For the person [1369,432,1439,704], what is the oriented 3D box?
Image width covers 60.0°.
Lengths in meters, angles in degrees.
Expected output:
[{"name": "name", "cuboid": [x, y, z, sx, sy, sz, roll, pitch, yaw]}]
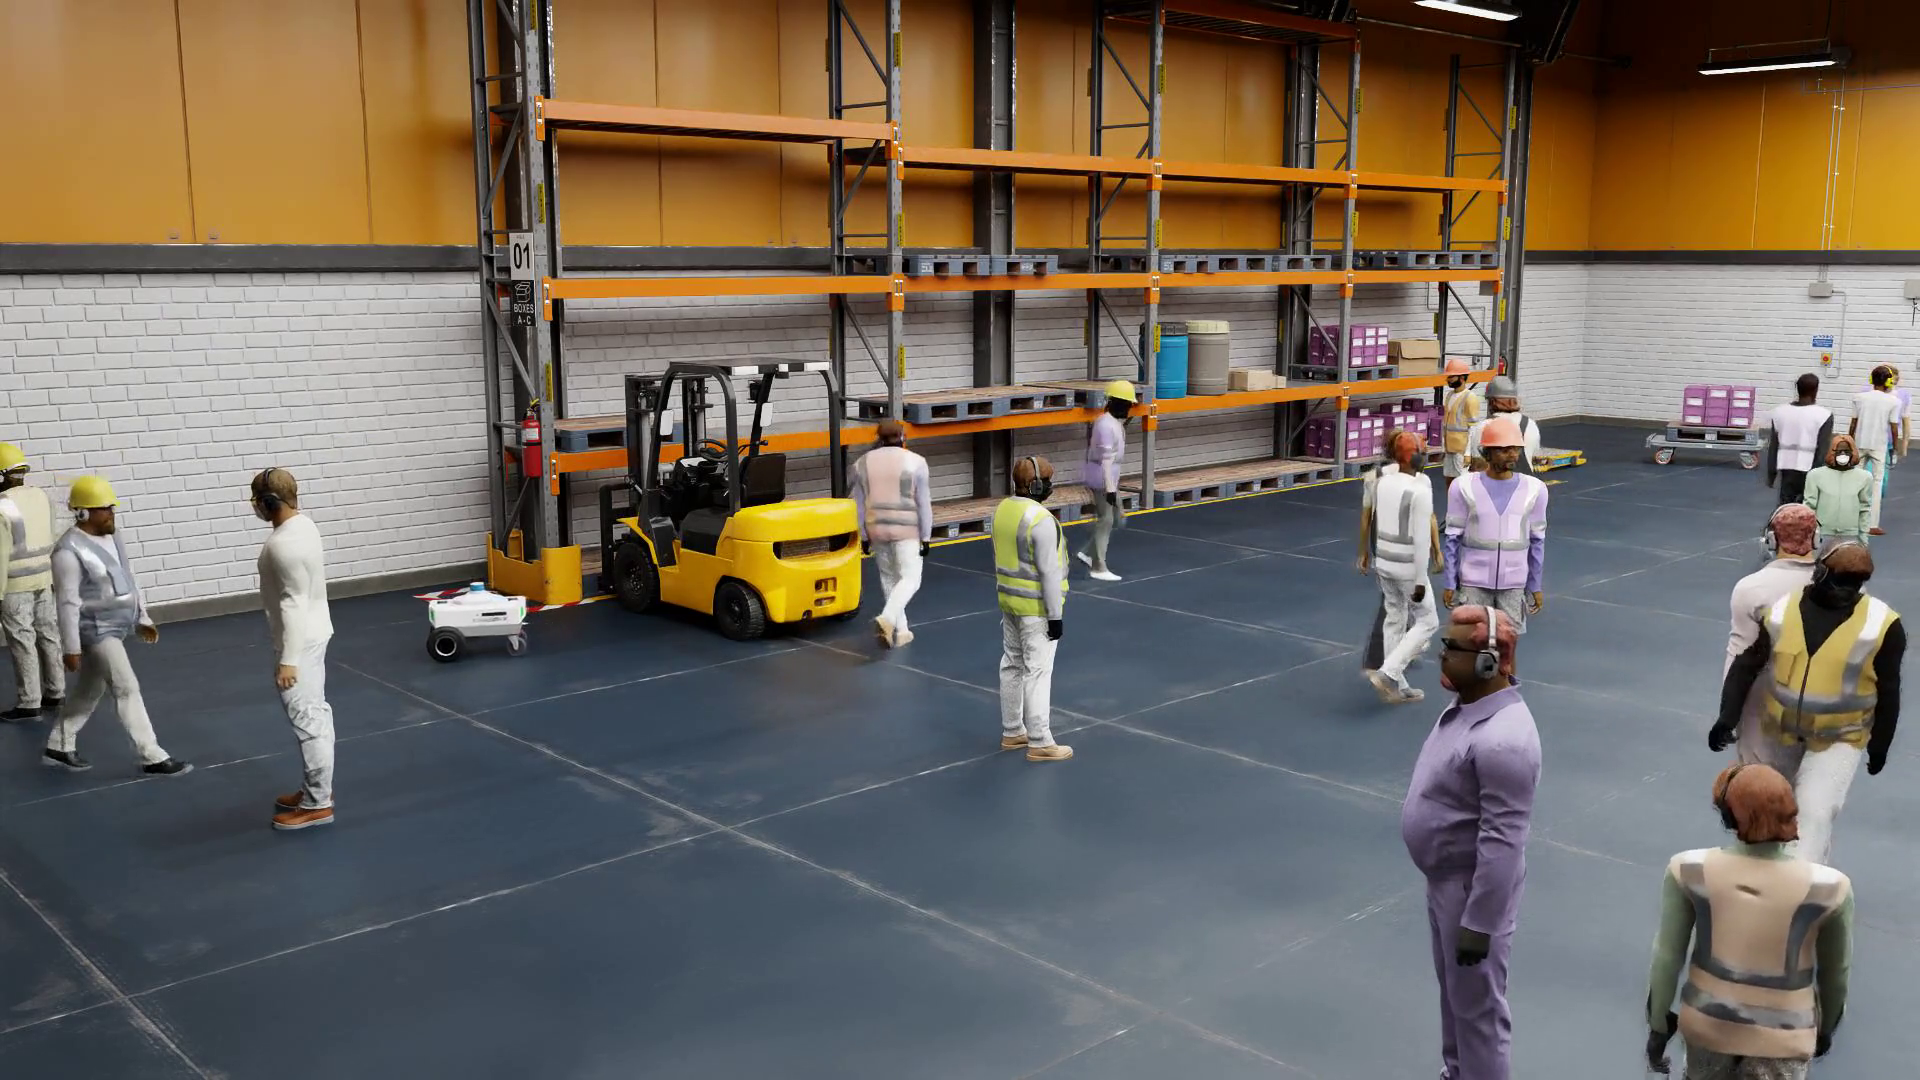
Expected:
[{"name": "person", "cuboid": [2.985, 0.199, 11.206, 0.430, 1.868, 0.588, -4, 11, -23]}]

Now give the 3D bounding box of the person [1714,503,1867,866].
[{"name": "person", "cuboid": [3.831, 0.775, 7.750, 0.637, 1.904, 0.403, -1, 10, -5]}]

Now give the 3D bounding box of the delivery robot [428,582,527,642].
[{"name": "delivery robot", "cuboid": [-3.662, 0.564, 12.647, 0.707, 0.478, 0.477, -2, 10, -14]}]

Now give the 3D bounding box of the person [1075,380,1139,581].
[{"name": "person", "cuboid": [1.405, -0.549, 15.539, 0.491, 1.895, 0.594, 3, 10, 17]}]

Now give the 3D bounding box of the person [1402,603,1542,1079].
[{"name": "person", "cuboid": [1.672, 1.149, 5.533, 0.410, 1.912, 0.642, 1, 10, 6]}]

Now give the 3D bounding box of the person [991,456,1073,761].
[{"name": "person", "cuboid": [0.440, 0.410, 10.066, 0.429, 1.844, 0.627, -5, 11, -29]}]

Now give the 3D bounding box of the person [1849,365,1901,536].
[{"name": "person", "cuboid": [9.938, -0.972, 18.136, 0.332, 1.855, 0.512, -9, 13, -43]}]

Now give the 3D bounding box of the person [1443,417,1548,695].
[{"name": "person", "cuboid": [3.337, 0.249, 10.401, 0.615, 2.047, 0.357, 2, 10, 9]}]

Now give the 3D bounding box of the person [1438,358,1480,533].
[{"name": "person", "cuboid": [5.369, -0.996, 18.012, 0.377, 1.936, 0.549, -2, 10, -13]}]

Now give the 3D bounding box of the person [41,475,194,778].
[{"name": "person", "cuboid": [-5.002, 0.506, 9.673, 0.921, 1.793, 0.597, -1, 10, -4]}]

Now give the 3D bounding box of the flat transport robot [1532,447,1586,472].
[{"name": "flat transport robot", "cuboid": [8.364, -1.165, 23.876, 0.652, 0.197, 1.431, 10, 14, 44]}]

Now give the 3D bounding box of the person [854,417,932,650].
[{"name": "person", "cuboid": [-0.540, -0.034, 12.766, 0.627, 1.811, 0.706, 4, 10, 22]}]

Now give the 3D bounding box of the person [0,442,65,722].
[{"name": "person", "cuboid": [-6.150, 0.275, 10.878, 0.403, 1.831, 0.597, 1, 10, 8]}]

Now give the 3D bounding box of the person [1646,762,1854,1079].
[{"name": "person", "cuboid": [2.253, 1.440, 4.801, 0.500, 1.602, 0.810, 7, 12, 35]}]

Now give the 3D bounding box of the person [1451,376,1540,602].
[{"name": "person", "cuboid": [4.619, -0.433, 14.414, 0.696, 2.000, 0.884, -3, 10, -16]}]

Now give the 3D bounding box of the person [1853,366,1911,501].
[{"name": "person", "cuboid": [10.605, -1.127, 19.228, 0.604, 1.799, 0.912, 4, 10, 20]}]

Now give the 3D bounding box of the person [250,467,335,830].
[{"name": "person", "cuboid": [-3.542, 0.570, 8.861, 0.379, 1.933, 0.629, -2, 10, -14]}]

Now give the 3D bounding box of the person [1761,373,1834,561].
[{"name": "person", "cuboid": [8.168, -0.674, 16.234, 0.547, 1.906, 0.601, -7, 12, -34]}]

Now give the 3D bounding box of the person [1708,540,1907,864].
[{"name": "person", "cuboid": [3.795, 0.880, 7.465, 0.938, 1.780, 0.653, -9, 13, -42]}]

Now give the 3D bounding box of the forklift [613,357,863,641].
[{"name": "forklift", "cuboid": [-1.847, -0.414, 13.852, 1.214, 2.155, 2.313, -9, 13, -42]}]

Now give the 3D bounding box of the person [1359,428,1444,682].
[{"name": "person", "cuboid": [3.224, 0.091, 12.038, 0.959, 1.793, 0.530, -8, 12, -38]}]

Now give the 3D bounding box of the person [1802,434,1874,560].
[{"name": "person", "cuboid": [6.962, -0.029, 13.240, 0.507, 1.632, 0.265, 3, 10, 15]}]
